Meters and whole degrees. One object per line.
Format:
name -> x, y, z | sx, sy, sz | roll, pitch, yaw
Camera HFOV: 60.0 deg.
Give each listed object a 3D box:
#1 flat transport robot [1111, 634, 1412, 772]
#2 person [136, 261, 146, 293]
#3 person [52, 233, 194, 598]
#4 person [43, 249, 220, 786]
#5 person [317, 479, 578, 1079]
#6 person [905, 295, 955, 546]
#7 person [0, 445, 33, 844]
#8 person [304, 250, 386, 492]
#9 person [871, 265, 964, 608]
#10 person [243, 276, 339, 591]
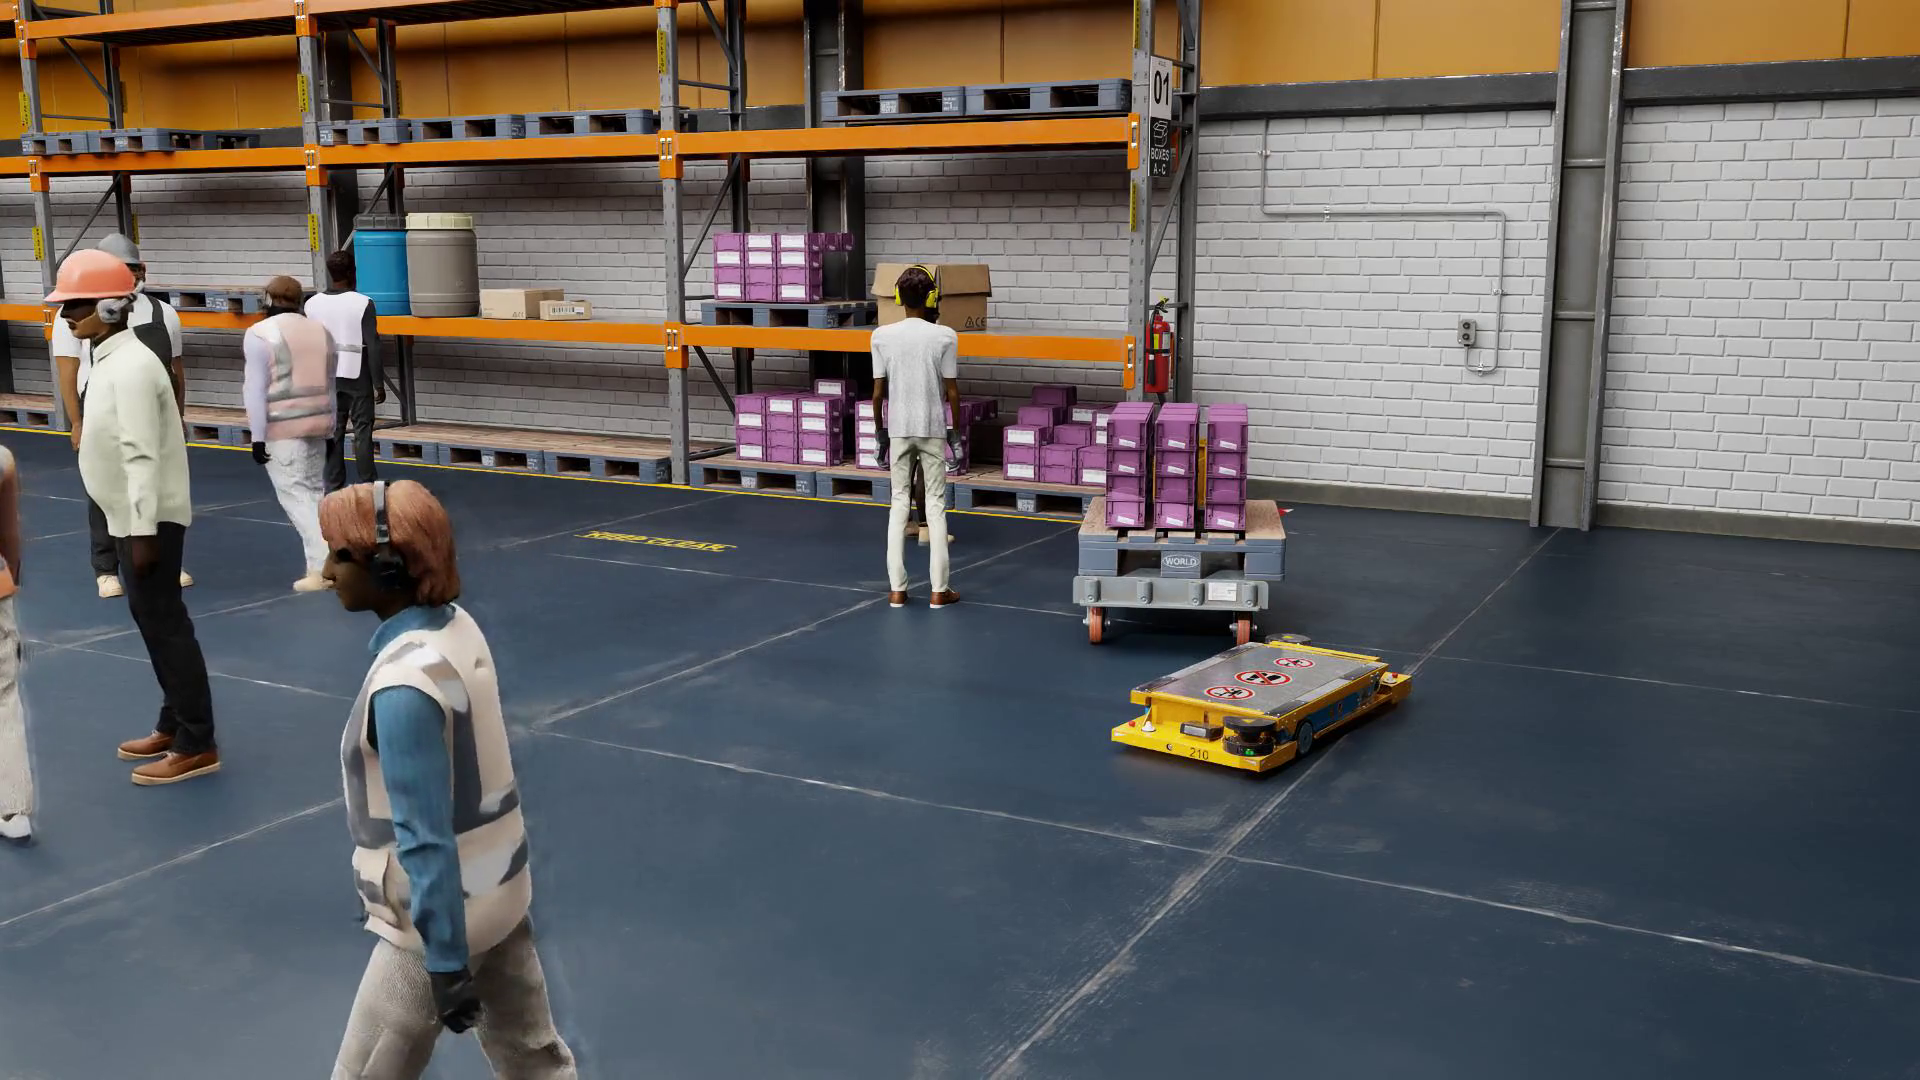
flat transport robot -> 1.285, 0.644, 6.894 | 0.652, 0.197, 1.431 | 8, 13, 37
person -> -5.641, -0.978, 11.368 | 0.360, 1.882, 0.575 | -1, 10, -3
person -> -4.704, -0.708, 9.453 | 0.684, 2.000, 0.538 | -10, 14, -44
person -> -3.093, -0.079, 6.199 | 0.436, 1.981, 0.630 | -7, 12, -33
person -> -1.032, 0.687, 3.023 | 0.830, 1.602, 0.535 | -1, 10, -5
person -> -0.253, -0.813, 10.976 | 0.319, 1.695, 0.533 | -6, 12, -30
person -> -3.463, 0.204, 5.647 | 0.859, 1.595, 0.526 | 8, 13, 38
person -> -4.613, -1.206, 12.522 | 0.593, 1.919, 0.392 | 2, 11, 12
person -> -0.227, -0.555, 9.084 | 0.512, 1.872, 0.328 | 2, 10, 10
person -> -3.814, -0.614, 9.607 | 0.553, 1.804, 0.657 | 5, 11, 23
